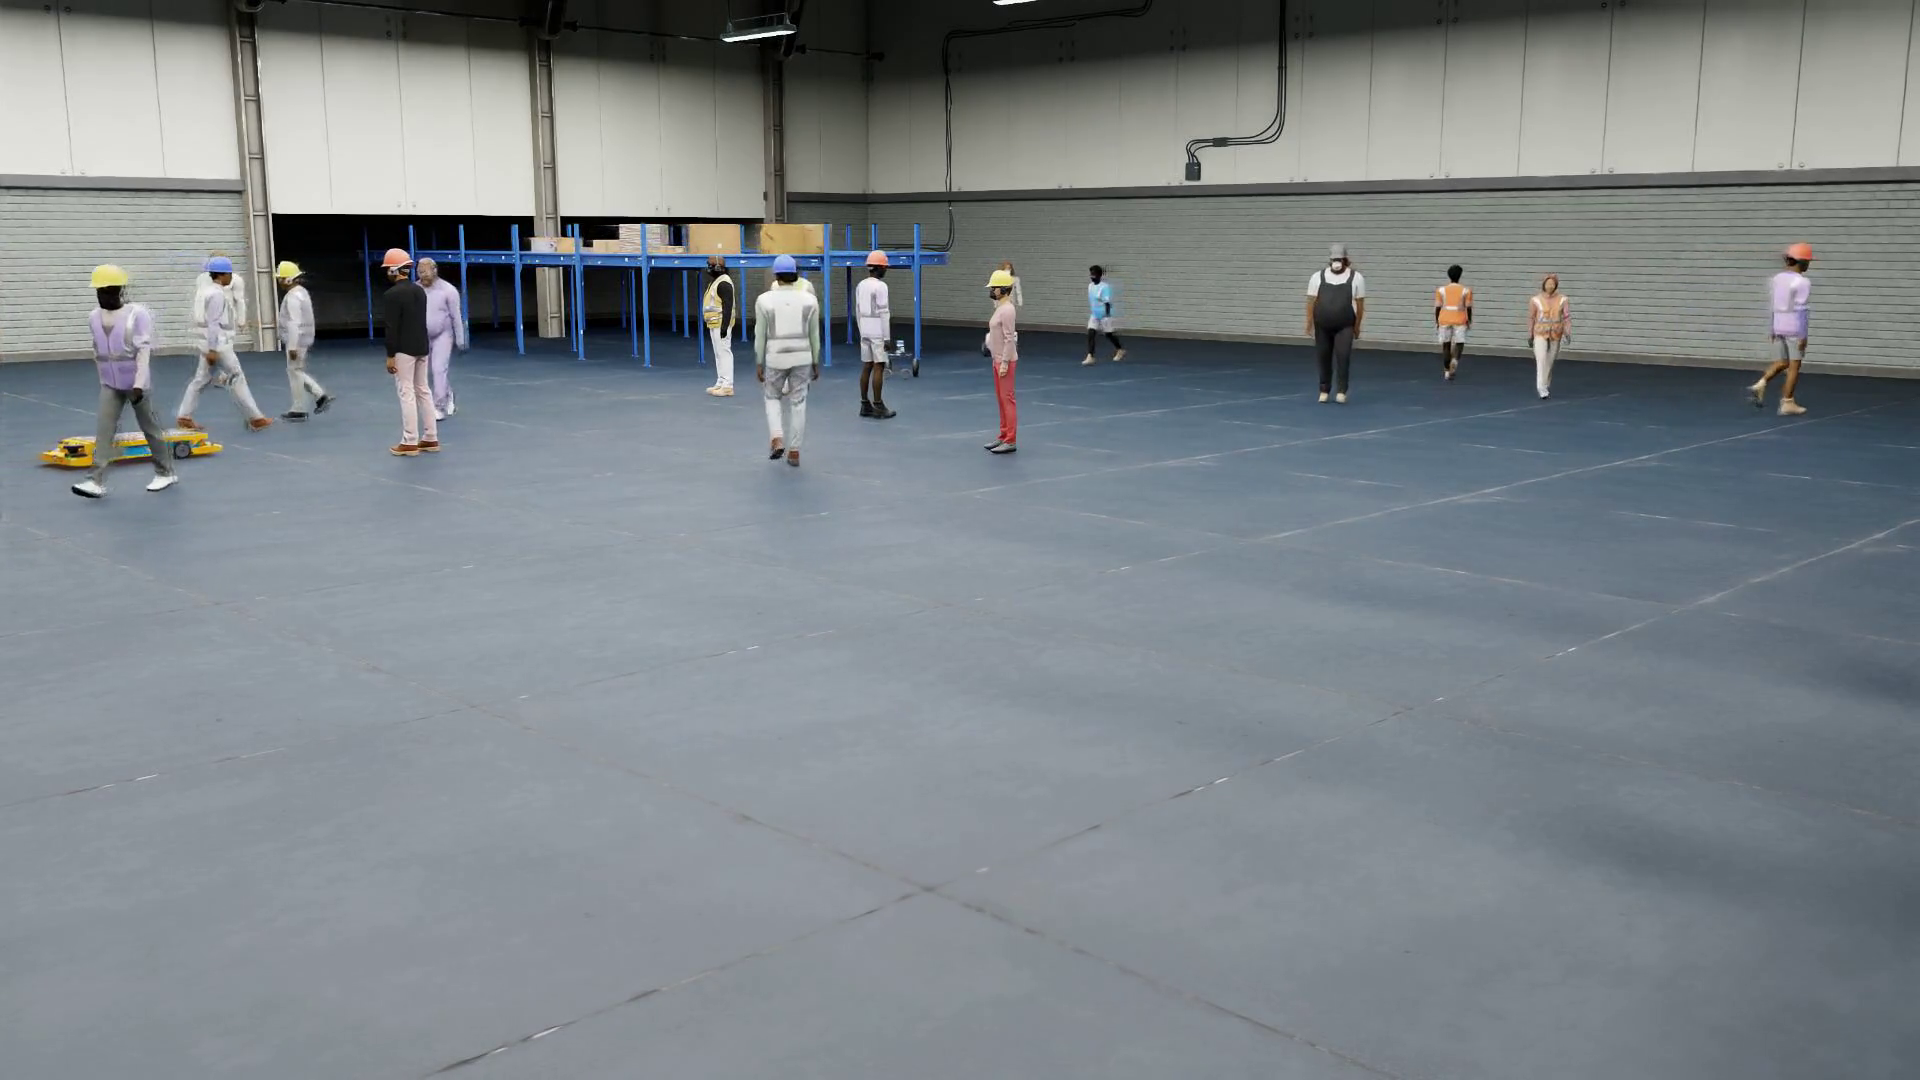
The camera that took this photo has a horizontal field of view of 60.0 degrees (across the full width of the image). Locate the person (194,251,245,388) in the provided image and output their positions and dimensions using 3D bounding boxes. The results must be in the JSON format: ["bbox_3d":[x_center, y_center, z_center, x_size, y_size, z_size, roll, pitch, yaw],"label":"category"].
[{"bbox_3d":[-10.403,-3.117,23.436,0.631,1.897,1.012,0,10,-1],"label":"person"}]

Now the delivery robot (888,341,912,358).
[{"bbox_3d":[-0.890,-2.866,24.861,0.335,0.223,0.698,0,10,2],"label":"delivery robot"}]

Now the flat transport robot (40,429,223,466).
[{"bbox_3d":[-7.885,-0.895,15.855,0.652,0.197,1.431,8,13,39],"label":"flat transport robot"}]

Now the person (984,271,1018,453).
[{"bbox_3d":[0.405,-1.747,16.306,0.315,1.769,0.525,-2,11,-9],"label":"person"}]

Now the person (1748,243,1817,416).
[{"bbox_3d":[9.752,-2.488,19.636,0.583,2.022,0.624,-2,11,-11],"label":"person"}]

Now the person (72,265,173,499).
[{"bbox_3d":[-6.827,-1.289,13.532,0.601,1.866,1.015,2,11,11],"label":"person"}]

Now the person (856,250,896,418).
[{"bbox_3d":[-0.973,-2.412,19.467,0.378,1.932,0.551,-8,13,-37],"label":"person"}]

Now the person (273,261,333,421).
[{"bbox_3d":[-7.565,-2.274,19.030,0.467,1.816,0.613,-2,11,-10],"label":"person"}]

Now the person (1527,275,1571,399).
[{"bbox_3d":[7.662,-2.644,21.662,0.512,1.594,0.864,1,10,5],"label":"person"}]

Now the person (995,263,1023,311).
[{"bbox_3d":[0.926,-4.428,31.406,0.503,1.588,0.849,-3,11,-17],"label":"person"}]

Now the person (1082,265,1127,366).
[{"bbox_3d":[2.389,-3.702,27.331,0.853,1.646,0.536,-8,13,-38],"label":"person"}]

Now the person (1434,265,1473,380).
[{"bbox_3d":[7.205,-3.184,24.335,0.549,1.683,0.470,4,11,21],"label":"person"}]

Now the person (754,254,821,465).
[{"bbox_3d":[-1.589,-1.666,15.399,0.625,1.930,0.431,-2,11,-12],"label":"person"}]

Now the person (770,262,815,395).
[{"bbox_3d":[-2.255,-2.893,22.501,0.630,1.798,0.941,1,10,6],"label":"person"}]

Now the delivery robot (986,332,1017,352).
[{"bbox_3d":[0.735,-3.557,29.339,0.477,0.478,0.707,5,12,25],"label":"delivery robot"}]

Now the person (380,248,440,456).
[{"bbox_3d":[-5.397,-1.831,16.181,0.418,1.985,0.613,3,11,17],"label":"person"}]

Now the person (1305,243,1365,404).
[{"bbox_3d":[4.699,-2.717,20.960,0.702,2.000,0.842,4,11,20],"label":"person"}]

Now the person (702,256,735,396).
[{"bbox_3d":[-3.202,-2.845,22.084,0.429,1.841,0.634,-4,11,-19],"label":"person"}]

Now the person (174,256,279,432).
[{"bbox_3d":[-8.015,-2.101,17.931,1.048,1.893,0.614,-7,13,-34],"label":"person"}]

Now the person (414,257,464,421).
[{"bbox_3d":[-6.050,-2.334,19.260,0.671,1.870,0.767,2,11,11],"label":"person"}]
